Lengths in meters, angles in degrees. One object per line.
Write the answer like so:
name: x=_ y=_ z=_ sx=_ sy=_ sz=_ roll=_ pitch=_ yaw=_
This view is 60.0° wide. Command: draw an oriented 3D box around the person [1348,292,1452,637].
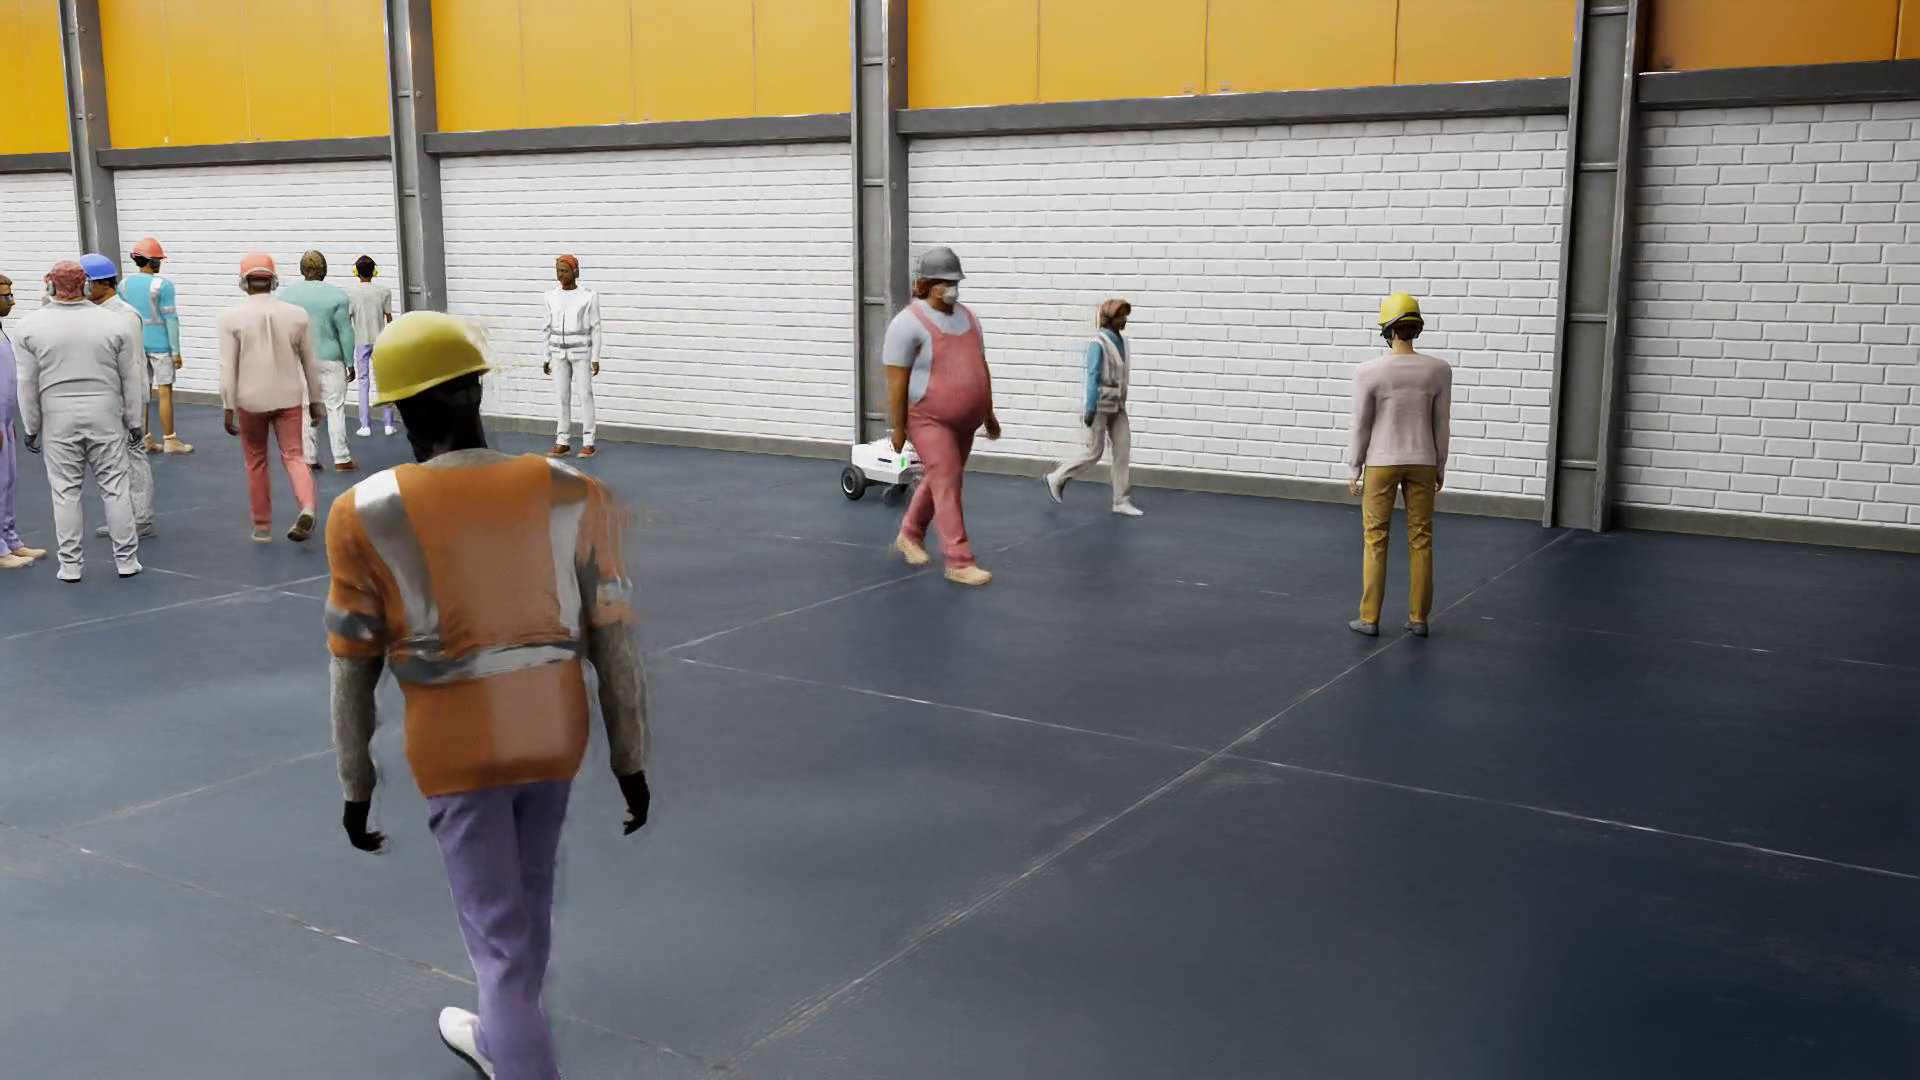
person: x=2.229 y=-0.374 z=8.495 sx=0.524 sy=1.761 sz=0.339 roll=-1 pitch=10 yaw=-3

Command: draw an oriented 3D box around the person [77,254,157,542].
person: x=-5.706 y=-0.955 z=11.231 sx=0.624 sy=1.933 sz=0.421 roll=9 pitch=13 yaw=40

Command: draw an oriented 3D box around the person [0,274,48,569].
person: x=-5.934 y=-0.730 z=10.256 sx=0.360 sy=1.837 sz=0.505 roll=-4 pitch=11 yaw=-20

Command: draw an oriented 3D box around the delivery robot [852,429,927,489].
delivery robot: x=-0.523 y=-0.613 z=12.884 sx=0.477 sy=0.478 sz=0.707 roll=-8 pitch=13 yaw=-38

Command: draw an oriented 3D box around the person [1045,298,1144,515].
person: x=1.005 y=-0.984 z=12.292 sx=0.690 sy=1.612 sz=0.519 roll=7 pitch=13 yaw=35

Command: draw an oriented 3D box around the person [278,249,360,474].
person: x=-5.542 y=-1.533 z=14.411 sx=0.631 sy=1.940 sz=0.372 roll=0 pitch=10 yaw=2

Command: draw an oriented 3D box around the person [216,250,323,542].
person: x=-4.518 y=-0.923 z=10.980 sx=0.660 sy=1.966 sz=0.792 roll=-8 pitch=13 yaw=-36

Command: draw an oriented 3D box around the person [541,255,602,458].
person: x=-3.626 y=-1.704 z=15.508 sx=0.584 sy=1.882 sz=0.348 roll=2 pitch=10 yaw=13

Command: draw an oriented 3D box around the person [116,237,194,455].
person: x=-7.602 y=-1.816 z=15.687 sx=0.609 sy=2.043 sz=0.397 roll=3 pitch=11 yaw=14

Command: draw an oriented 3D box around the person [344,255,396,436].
person: x=-6.116 y=-2.011 z=17.251 sx=0.513 sy=1.872 sz=0.328 roll=-5 pitch=11 yaw=-26

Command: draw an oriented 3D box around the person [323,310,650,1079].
person: x=-1.014 y=0.454 z=3.592 sx=0.617 sy=1.870 sz=0.990 roll=-7 pitch=12 yaw=-35

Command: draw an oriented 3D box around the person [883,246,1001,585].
person: x=-0.131 y=-0.799 z=10.057 sx=0.983 sy=2.000 sz=0.684 roll=9 pitch=14 yaw=41

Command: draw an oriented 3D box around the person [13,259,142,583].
person: x=-5.220 y=-0.704 z=9.894 sx=0.651 sy=1.910 sz=0.403 roll=-6 pitch=12 yaw=-30
